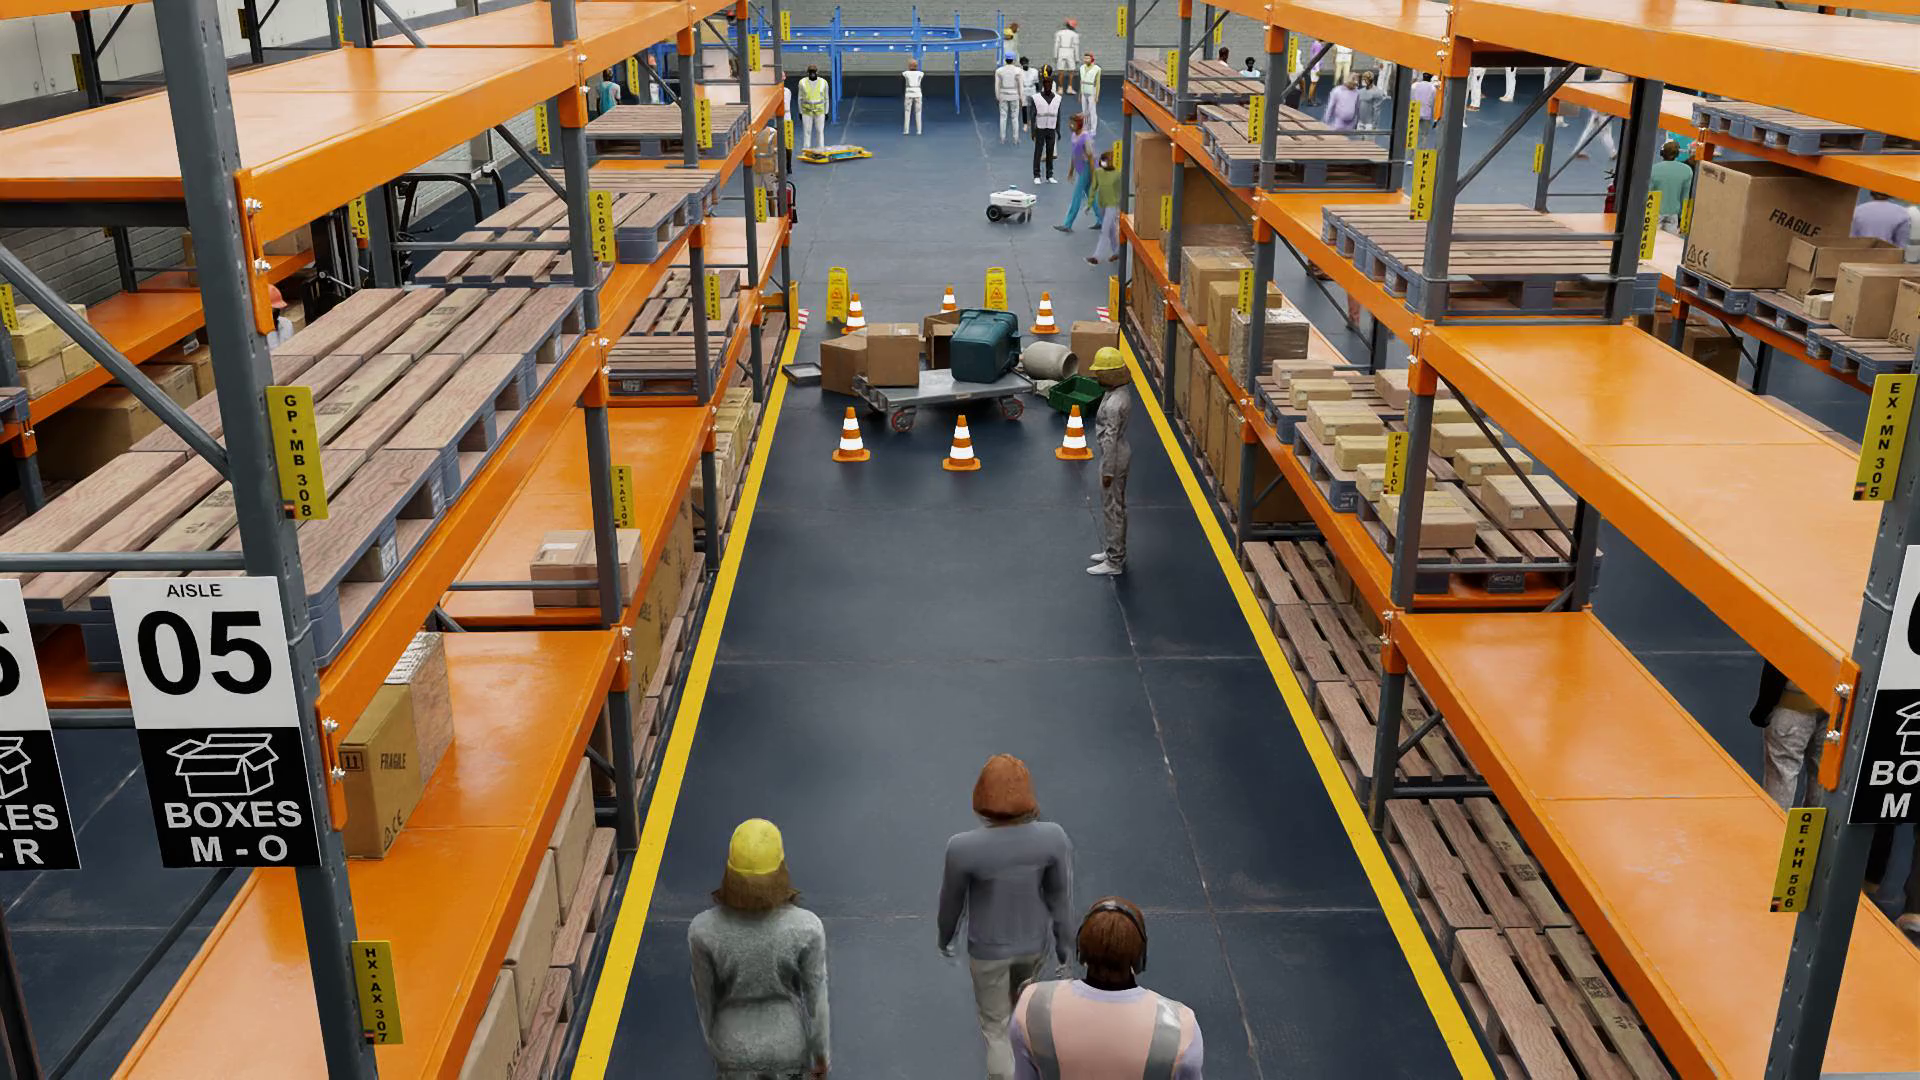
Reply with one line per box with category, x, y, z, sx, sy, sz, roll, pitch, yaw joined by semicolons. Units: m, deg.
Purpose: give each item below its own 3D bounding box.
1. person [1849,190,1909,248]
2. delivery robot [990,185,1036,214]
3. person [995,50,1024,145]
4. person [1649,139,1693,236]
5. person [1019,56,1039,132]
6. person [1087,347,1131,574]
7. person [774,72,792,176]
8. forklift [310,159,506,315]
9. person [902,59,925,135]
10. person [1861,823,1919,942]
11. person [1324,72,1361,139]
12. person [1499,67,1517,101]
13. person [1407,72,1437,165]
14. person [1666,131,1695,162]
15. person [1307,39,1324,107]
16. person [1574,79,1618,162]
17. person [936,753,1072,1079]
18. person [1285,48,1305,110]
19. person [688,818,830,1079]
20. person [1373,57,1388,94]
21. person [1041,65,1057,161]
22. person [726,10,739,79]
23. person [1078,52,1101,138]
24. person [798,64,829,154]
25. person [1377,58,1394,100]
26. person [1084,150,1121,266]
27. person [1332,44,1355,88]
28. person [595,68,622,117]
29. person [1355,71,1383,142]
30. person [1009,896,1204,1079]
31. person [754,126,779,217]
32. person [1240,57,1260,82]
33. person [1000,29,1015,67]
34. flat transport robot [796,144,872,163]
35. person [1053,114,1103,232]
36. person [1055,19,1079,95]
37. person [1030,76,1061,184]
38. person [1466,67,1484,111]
person;10.308;-3.136;18.834;0.626;1.917;0.789;8;22;21
delivery robot;0.853;-5.434;26.654;0.707;0.478;0.477;10;23;24
person;1.046;-9.362;35.229;0.605;1.948;0.387;2;21;6
person;9.145;-4.232;21.681;0.628;1.940;0.377;1;21;2
person;1.495;-10.015;37.353;0.569;1.661;0.532;-1;21;-3
person;1.102;-0.586;12.338;0.321;1.734;0.487;4;21;11
person;-3.358;-7.813;31.145;0.361;1.939;0.542;7;22;17
forklift;-5.622;-2.910;17.832;2.313;2.155;1.214;-1;21;-1
person;-1.033;-9.830;36.922;0.521;1.625;0.330;-2;21;-6
person;4.593;1.048;7.931;0.554;1.819;0.849;9;23;23
person;7.238;-7.848;31.340;0.717;1.865;0.435;-4;21;-11
person;14.365;-12.391;43.383;0.429;1.841;0.634;3;21;7
person;8.994;-8.236;32.300;0.601;1.914;0.412;11;23;26
person;11.364;-5.895;26.200;0.566;1.850;0.389;7;22;19
person;9.065;-11.980;42.184;0.390;1.926;0.556;5;21;13
person;12.775;-8.462;32.931;1.038;1.881;0.651;7;22;17
person;0.161;1.602;6.720;0.506;1.607;0.619;-7;22;-19
person;7.058;-9.614;35.766;0.694;2.000;0.926;14;25;33
person;-0.715;1.813;6.006;0.484;1.724;0.430;-3;21;-8
person;11.284;-12.647;44.372;0.397;1.605;0.531;-13;24;-31
person;1.742;-8.447;32.946;0.339;1.858;0.511;9;22;22
person;-6.581;-14.214;47.920;0.616;2.041;0.379;-17;27;-38
person;2.837;-9.726;36.350;0.394;1.836;0.560;-18;27;-39
person;-2.924;-8.540;33.202;0.621;1.845;0.429;-2;21;-4
person;11.226;-12.574;43.735;0.415;1.949;0.616;18;27;40
person;2.019;-4.633;23.226;0.884;1.590;0.504;-17;26;-37
person;10.199;-12.712;44.244;0.577;1.830;0.690;2;21;5
person;-6.864;-8.324;32.628;0.516;1.843;0.327;3;21;8
person;7.574;-7.746;30.995;0.392;1.928;0.630;-10;23;-24
person;0.480;1.978;5.406;0.626;1.842;0.429;5;21;13
person;-3.034;-5.695;25.548;0.543;1.939;0.360;3;21;7
person;6.366;-9.801;36.737;0.541;1.695;0.316;-4;21;-11
person;1.310;-12.918;44.945;0.485;1.728;0.524;-12;24;-29
flat transport robot;-2.510;-7.737;33.265;1.431;0.197;0.652;-18;27;-40
person;1.886;-5.675;25.715;0.949;1.785;0.566;-5;21;-13
person;2.881;-12.996;44.787;0.698;1.992;0.445;7;22;17
person;1.557;-7.444;30.207;0.591;1.916;0.393;-7;22;-18
person;12.810;-11.625;41.322;0.365;1.875;0.566;-1;21;-3
